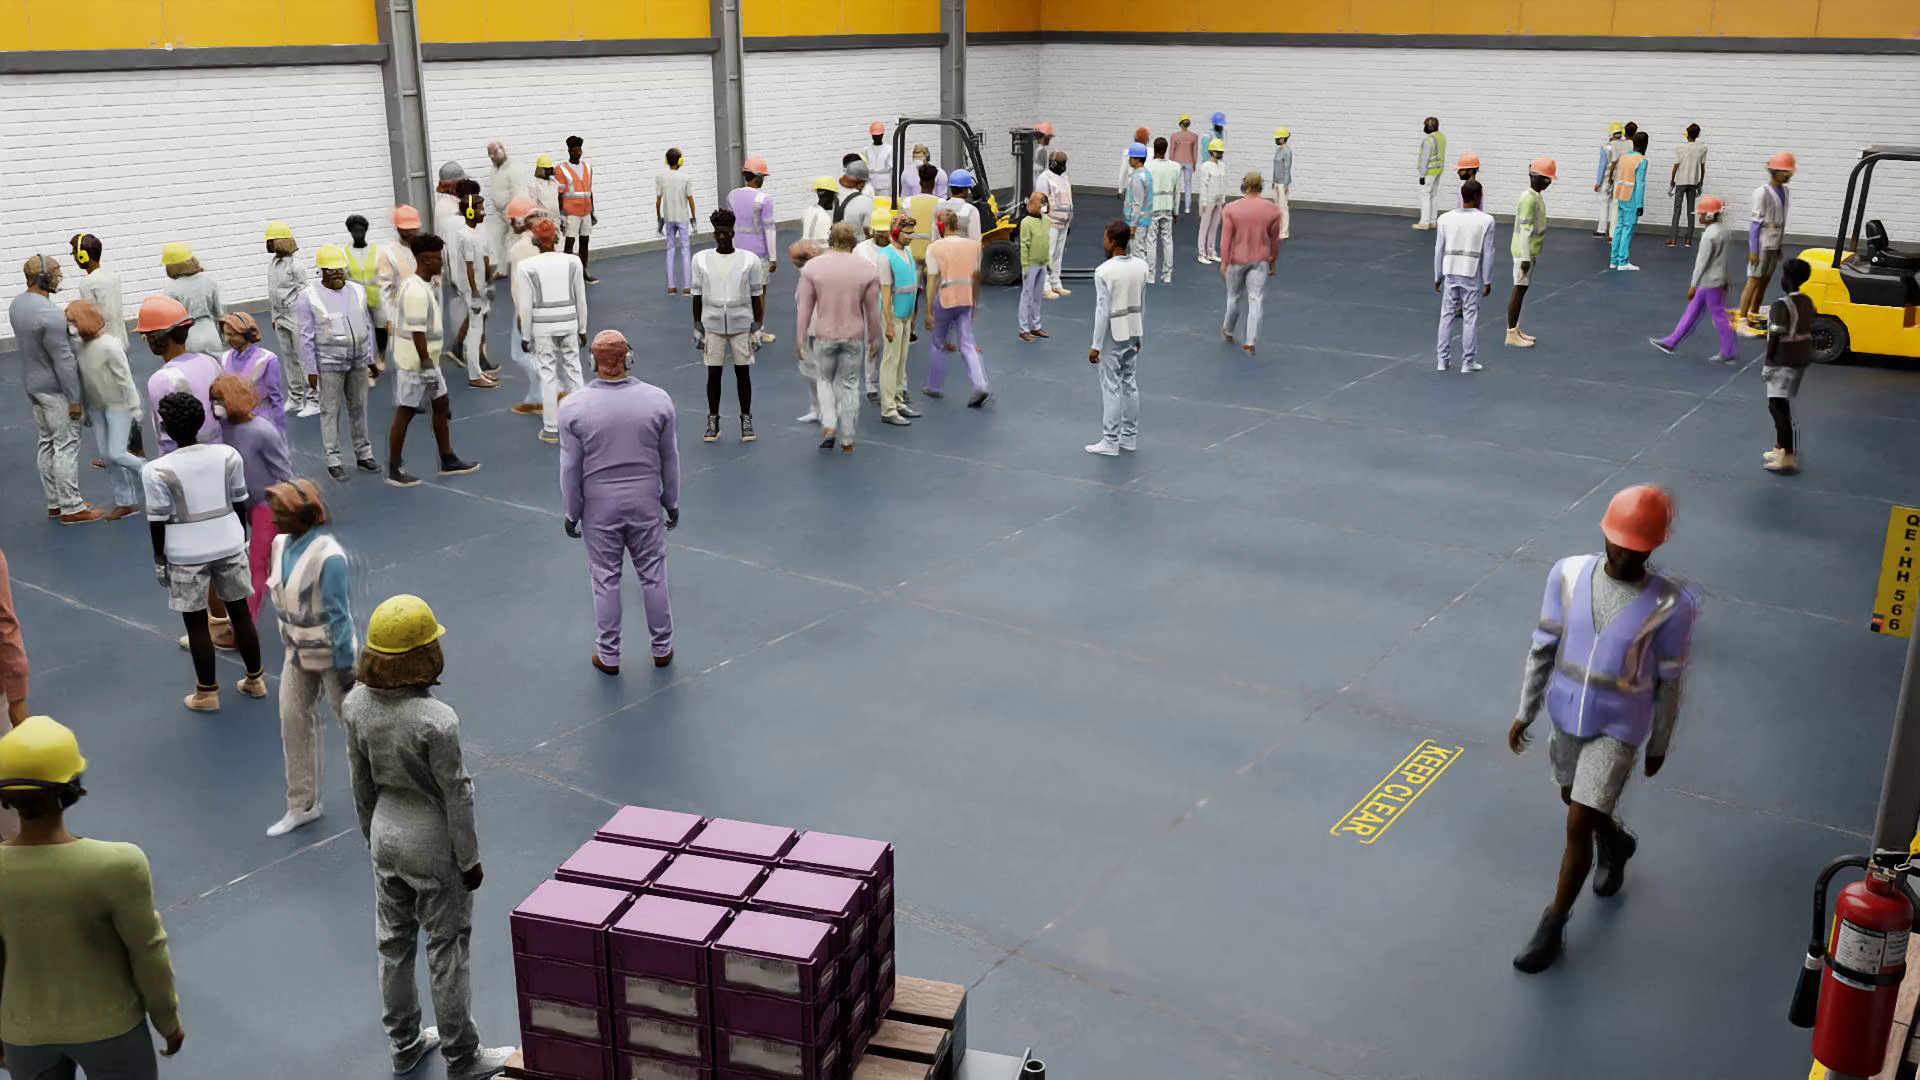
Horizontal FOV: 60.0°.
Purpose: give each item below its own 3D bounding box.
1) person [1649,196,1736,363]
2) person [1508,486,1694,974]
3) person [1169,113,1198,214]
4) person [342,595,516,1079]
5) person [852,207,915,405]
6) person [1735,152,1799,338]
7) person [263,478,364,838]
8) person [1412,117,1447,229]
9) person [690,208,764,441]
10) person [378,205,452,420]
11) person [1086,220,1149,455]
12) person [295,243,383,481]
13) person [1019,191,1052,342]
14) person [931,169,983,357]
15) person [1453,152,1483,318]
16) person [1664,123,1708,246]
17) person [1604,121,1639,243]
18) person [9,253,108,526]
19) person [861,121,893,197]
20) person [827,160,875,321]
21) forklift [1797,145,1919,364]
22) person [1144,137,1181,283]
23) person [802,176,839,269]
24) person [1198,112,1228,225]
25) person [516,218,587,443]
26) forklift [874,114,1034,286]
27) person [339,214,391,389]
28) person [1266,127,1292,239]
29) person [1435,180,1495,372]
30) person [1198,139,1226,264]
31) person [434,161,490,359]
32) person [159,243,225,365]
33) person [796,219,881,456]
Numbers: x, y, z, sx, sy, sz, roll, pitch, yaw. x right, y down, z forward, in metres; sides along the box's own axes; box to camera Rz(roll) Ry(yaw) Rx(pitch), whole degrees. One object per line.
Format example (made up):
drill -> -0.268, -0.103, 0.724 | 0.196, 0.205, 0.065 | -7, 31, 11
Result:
person -> 7.717, -2.707, 17.273 | 0.921, 1.693, 0.578 | 11, 21, 32
person -> 2.506, 0.661, 6.436 | 0.956, 1.898, 0.554 | -16, 24, -41
person -> 3.987, -6.726, 29.762 | 0.531, 1.755, 0.343 | -3, 18, -9
person -> -1.796, 1.012, 5.574 | 0.487, 1.744, 0.296 | 8, 19, 24
person -> -0.704, -2.154, 15.355 | 0.605, 1.818, 0.403 | -5, 18, -16
person -> 9.010, -3.276, 18.514 | 0.628, 2.040, 0.411 | -14, 22, -37
person -> -2.803, 0.483, 7.448 | 0.524, 1.607, 0.737 | 13, 22, 35
person -> 7.815, -6.100, 27.677 | 0.430, 1.831, 0.641 | 15, 23, 39
person -> -1.958, -1.804, 14.019 | 0.603, 1.966, 0.368 | -1, 18, -4
person -> -4.837, -2.010, 14.783 | 0.567, 1.898, 0.852 | -9, 20, -27
person -> 1.296, -1.649, 13.614 | 0.380, 1.916, 0.596 | 16, 24, 41
person -> -4.802, -1.386, 12.929 | 0.404, 1.830, 0.603 | 14, 23, 38
person -> 0.843, -3.026, 18.378 | 0.279, 1.632, 0.502 | 14, 23, 38
person -> -0.020, -2.913, 17.516 | 0.608, 1.946, 0.406 | 13, 22, 35
person -> 5.983, -3.609, 19.730 | 0.388, 1.930, 0.544 | 6, 19, 17
person -> 11.195, -5.472, 25.648 | 0.514, 1.872, 0.328 | 2, 18, 5
person -> 10.382, -5.582, 26.001 | 0.532, 1.865, 0.311 | 2, 18, 6
person -> -6.381, -1.049, 11.730 | 0.636, 1.928, 0.383 | 13, 22, 36
person -> -1.245, -5.376, 25.253 | 0.558, 1.929, 0.375 | 3, 18, 9
person -> -1.227, -3.173, 18.181 | 0.685, 2.000, 0.968 | 14, 22, 37
forklift -> 9.803, -2.879, 17.013 | 2.313, 2.155, 1.214 | 12, 21, 33
person -> 2.658, -4.396, 22.205 | 0.600, 1.917, 0.377 | -6, 19, -18
person -> -1.359, -2.815, 17.312 | 0.754, 1.881, 0.681 | -5, 18, -15
person -> 4.296, -6.264, 28.095 | 0.637, 1.885, 0.761 | -13, 22, -35
person -> -3.413, -1.752, 14.004 | 0.574, 1.875, 0.351 | -10, 20, -28
forklift -> -0.171, -4.594, 22.377 | 2.313, 2.155, 1.214 | 1, 18, 3
person -> -5.801, -2.363, 16.254 | 0.538, 1.674, 0.747 | -6, 19, -18
person -> 5.099, -5.678, 26.479 | 0.339, 1.761, 0.530 | -3, 18, -9
person -> 5.057, -2.645, 16.737 | 0.587, 1.915, 0.394 | 13, 22, 34
person -> 3.648, -4.873, 23.944 | 0.310, 1.769, 0.523 | 16, 24, 41
person -> -5.198, -2.932, 17.426 | 0.538, 2.000, 0.684 | -5, 18, -14
person -> -6.355, -1.632, 13.892 | 0.507, 1.700, 0.538 | 13, 22, 36
person -> -0.987, -1.639, 13.591 | 0.705, 1.915, 0.447 | -2, 18, -5
